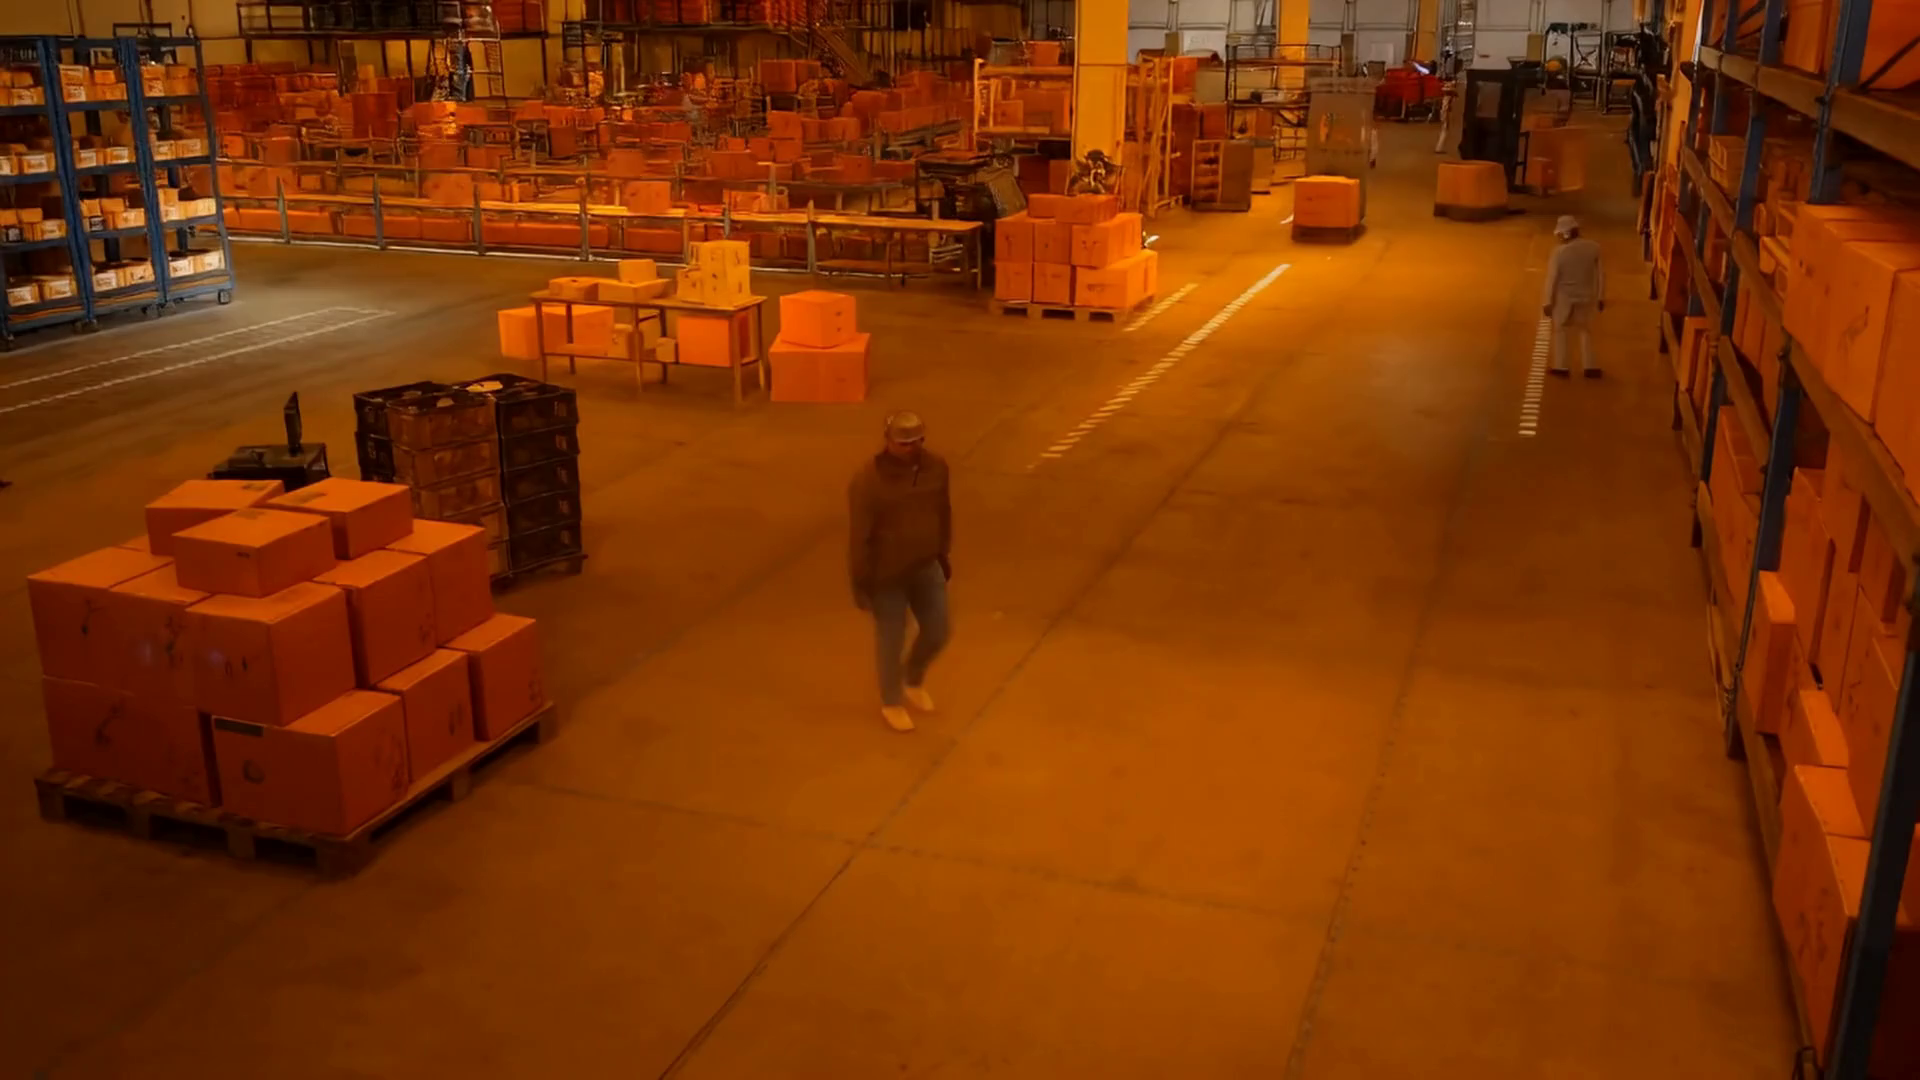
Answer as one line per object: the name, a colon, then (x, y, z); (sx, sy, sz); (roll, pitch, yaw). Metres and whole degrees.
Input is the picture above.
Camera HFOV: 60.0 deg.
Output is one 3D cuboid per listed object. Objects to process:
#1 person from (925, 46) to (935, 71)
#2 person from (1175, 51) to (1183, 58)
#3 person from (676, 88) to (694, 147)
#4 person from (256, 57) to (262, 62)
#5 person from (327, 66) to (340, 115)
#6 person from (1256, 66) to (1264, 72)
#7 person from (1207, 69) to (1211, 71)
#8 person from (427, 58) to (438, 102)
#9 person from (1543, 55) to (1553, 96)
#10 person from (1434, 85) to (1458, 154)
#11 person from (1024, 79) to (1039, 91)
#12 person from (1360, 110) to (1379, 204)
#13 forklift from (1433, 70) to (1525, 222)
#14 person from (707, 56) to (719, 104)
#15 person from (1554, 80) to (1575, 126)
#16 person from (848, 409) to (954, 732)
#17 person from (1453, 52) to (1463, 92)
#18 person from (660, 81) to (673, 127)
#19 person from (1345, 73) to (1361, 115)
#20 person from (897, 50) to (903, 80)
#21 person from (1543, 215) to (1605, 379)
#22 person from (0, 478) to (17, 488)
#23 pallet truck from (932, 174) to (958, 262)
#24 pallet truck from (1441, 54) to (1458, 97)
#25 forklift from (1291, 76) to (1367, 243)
person: (-1.806, -28.615, 99.665); (0.561, 1.902, 0.814); (-2, 18, -6)
person: (12.147, -26.270, 92.445); (0.620, 1.816, 0.890); (-7, 19, -22)
person: (-7.789, -11.791, 46.877); (0.402, 1.858, 0.517); (13, 22, 35)
person: (-31.345, -20.624, 74.505); (0.374, 1.925, 0.595); (6, 19, 19)
person: (-24.360, -17.485, 64.710); (0.340, 1.883, 0.586); (6, 19, 19)
person: (15.740, -24.653, 87.188); (0.613, 1.910, 0.519); (-16, 24, -41)
person: (9.051, -16.069, 60.257); (0.655, 1.883, 0.944); (-8, 19, -24)
person: (-23.400, -20.306, 73.530); (0.705, 1.914, 0.549); (0, 18, 0)
person: (28.287, -22.335, 79.981); (0.312, 1.865, 0.537); (6, 19, 19)
person: (13.814, -11.955, 47.304); (0.606, 1.897, 0.633); (0, 18, 1)
person: (2.800, -16.989, 62.900); (0.876, 2.000, 0.676); (11, 21, 31)
person: (8.419, -7.986, 34.775); (0.439, 1.936, 0.640); (-13, 22, -36)
forklift: (10.200, -7.702, 32.356); (1.129, 2.768, 1.873); (15, 23, 39)
person: (-10.745, -20.032, 72.460); (0.387, 2.039, 0.616); (6, 19, 19)
person: (18.626, -13.244, 51.372); (0.591, 1.893, 0.866); (10, 20, 29)
person: (-0.308, 0.171, 9.248); (0.667, 1.878, 0.435); (-11, 21, -31)
person: (24.661, -23.230, 82.677); (0.686, 1.949, 0.584); (-7, 19, -22)
person: (-9.551, -14.044, 54.120); (0.484, 1.740, 0.535); (-9, 20, -26)
person: (14.887, -16.817, 62.937); (0.471, 1.687, 0.538); (8, 19, 23)
person: (-3.518, -28.097, 98.360); (0.316, 1.696, 0.541); (6, 19, 19)
person: (6.790, -2.669, 18.328); (0.716, 1.782, 0.450); (1, 18, 2)
person: (-8.460, -1.221, 13.850); (0.741, 1.730, 0.565); (-5, 18, -14)
pallet truck: (-0.507, -5.292, 27.348); (0.653, 1.274, 1.630); (6, 19, 19)
pallet truck: (22.765, -21.886, 78.355); (0.823, 1.965, 1.885); (-4, 18, -14)
forklift: (6.598, -6.755, 29.381); (1.129, 2.768, 1.873); (6, 19, 19)
